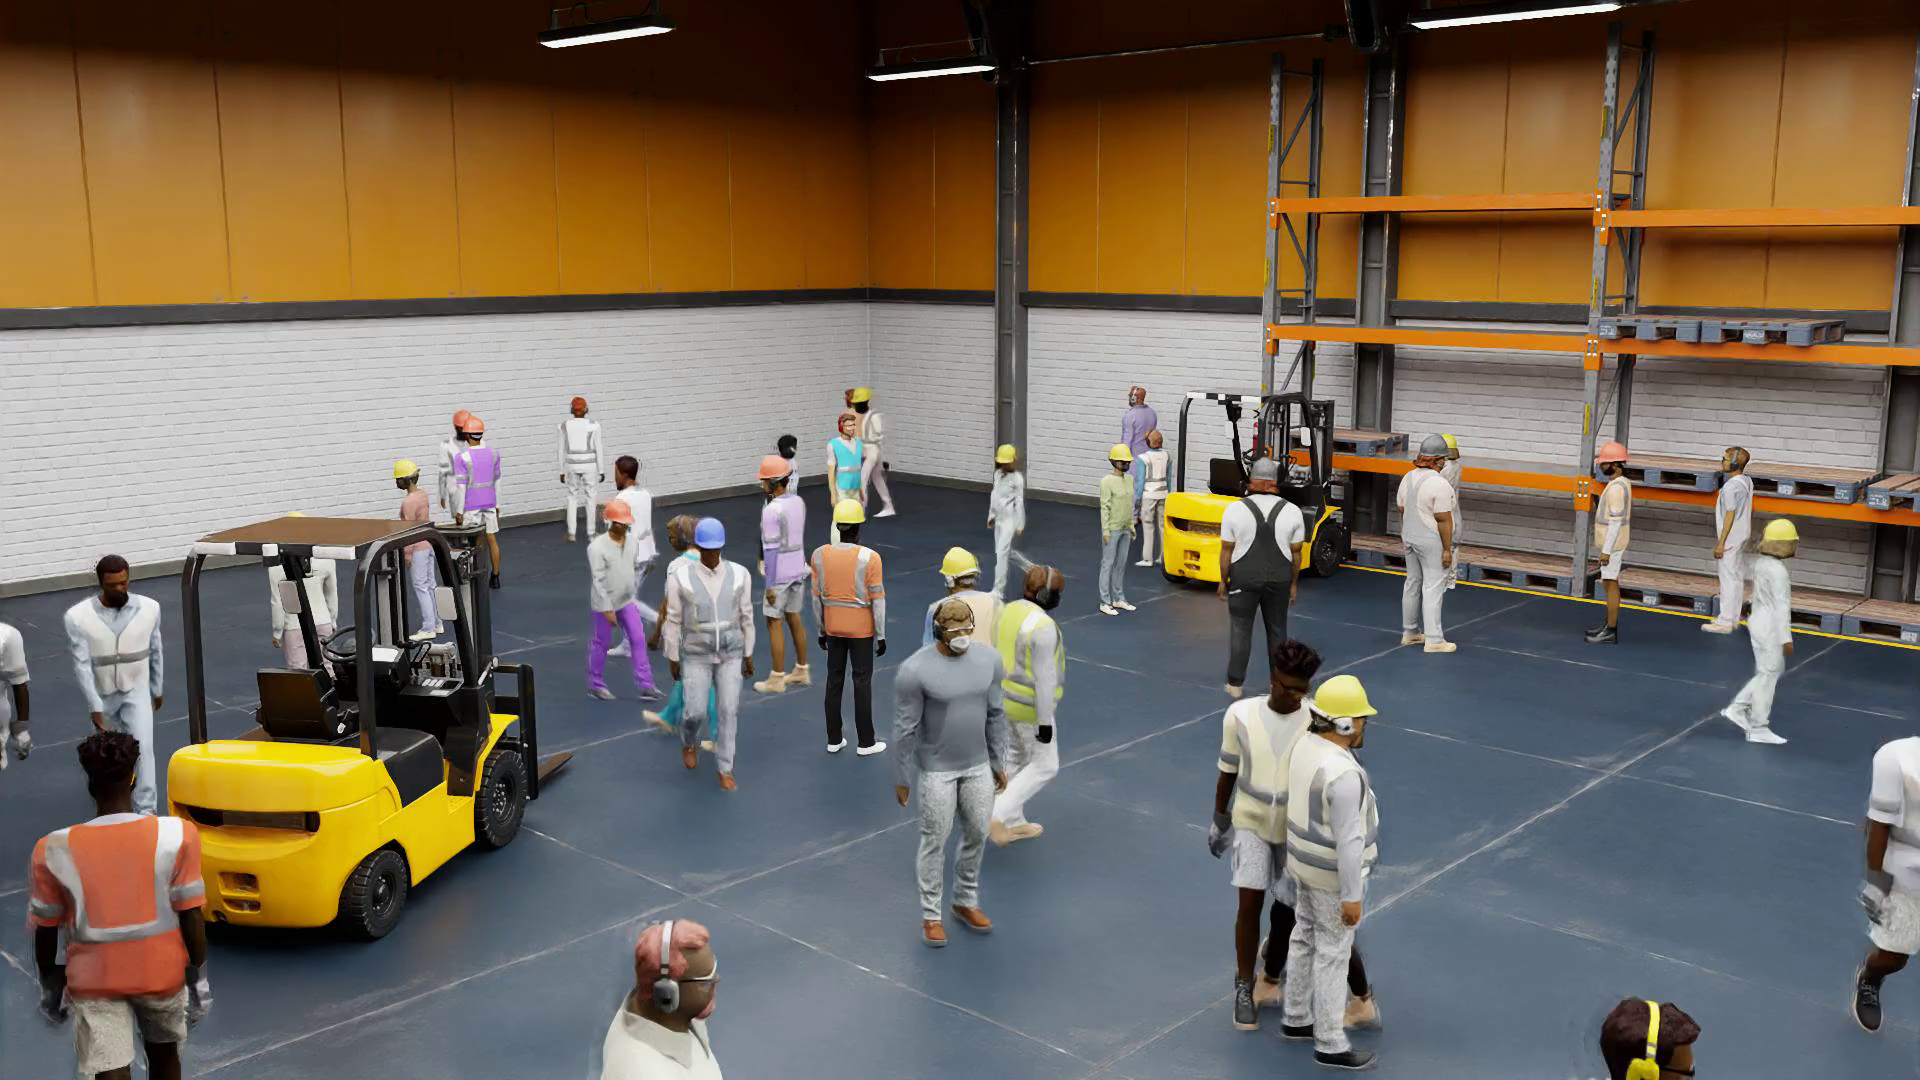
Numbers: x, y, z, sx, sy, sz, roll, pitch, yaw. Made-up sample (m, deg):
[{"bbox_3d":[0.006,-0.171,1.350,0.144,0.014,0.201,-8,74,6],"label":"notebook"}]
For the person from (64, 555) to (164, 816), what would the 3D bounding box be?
[{"bbox_3d":[-5.532,0.958,10.904,0.573,1.844,1.035,-7,12,-35],"label":"person"}]

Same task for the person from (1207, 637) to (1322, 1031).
[{"bbox_3d":[1.583,1.377,8.287,0.664,1.915,0.904,3,10,17],"label":"person"}]

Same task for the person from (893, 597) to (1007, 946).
[{"bbox_3d":[-0.055,1.239,9.026,0.645,1.925,0.376,-5,11,-28],"label":"person"}]

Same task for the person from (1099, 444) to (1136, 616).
[{"bbox_3d":[1.640,-0.116,17.187,0.310,1.769,0.522,9,13,41],"label":"person"}]

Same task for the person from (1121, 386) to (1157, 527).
[{"bbox_3d":[2.383,-1.134,22.572,0.409,1.913,0.642,9,13,42],"label":"person"}]

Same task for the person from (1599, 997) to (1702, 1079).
[{"bbox_3d":[1.697,2.085,4.458,0.540,1.845,0.525,4,11,21],"label":"person"}]

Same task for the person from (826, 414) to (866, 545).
[{"bbox_3d":[-1.341,-0.568,19.530,0.389,1.847,0.567,7,12,36],"label":"person"}]

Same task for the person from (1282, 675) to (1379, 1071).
[{"bbox_3d":[1.720,1.519,7.696,0.404,1.830,0.599,-2,10,-10],"label":"person"}]

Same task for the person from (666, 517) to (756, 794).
[{"bbox_3d":[-1.741,0.781,11.622,0.613,1.934,0.550,-4,11,-21],"label":"person"}]

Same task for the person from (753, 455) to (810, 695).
[{"bbox_3d":[-1.532,0.287,14.140,0.406,2.033,0.620,5,11,24],"label":"person"}]

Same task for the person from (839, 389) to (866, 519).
[{"bbox_3d":[-1.475,-1.180,23.074,0.463,1.825,0.599,8,13,38],"label":"person"}]

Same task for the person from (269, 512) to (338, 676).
[{"bbox_3d":[-5.020,0.661,12.752,0.305,1.772,0.525,9,13,42],"label":"person"}]

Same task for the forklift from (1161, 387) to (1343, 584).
[{"bbox_3d":[3.298,-0.608,18.767,1.214,2.155,2.313,9,13,42],"label":"forklift"}]

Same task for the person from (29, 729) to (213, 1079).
[{"bbox_3d":[-3.269,1.692,6.505,0.620,1.914,1.016,-5,11,-25],"label":"person"}]

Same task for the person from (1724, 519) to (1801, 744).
[{"bbox_3d":[6.163,0.698,12.648,0.352,1.735,0.499,2,10,13],"label":"person"}]

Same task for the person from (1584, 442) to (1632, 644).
[{"bbox_3d":[6.196,0.028,15.875,0.353,1.939,0.544,4,11,24],"label":"person"}]

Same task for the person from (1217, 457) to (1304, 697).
[{"bbox_3d":[2.512,0.308,13.993,0.690,2.000,0.535,0,10,0],"label":"person"}]

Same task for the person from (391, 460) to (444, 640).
[{"bbox_3d":[-5.255,0.096,16.041,0.375,1.752,0.515,0,10,3],"label":"person"}]

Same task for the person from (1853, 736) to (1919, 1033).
[{"bbox_3d":[4.375,1.498,7.502,0.615,1.942,0.807,3,10,14],"label":"person"}]

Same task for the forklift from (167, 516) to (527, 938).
[{"bbox_3d":[-3.583,0.976,9.748,1.214,2.155,2.313,2,10,11],"label":"forklift"}]

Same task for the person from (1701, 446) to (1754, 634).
[{"bbox_3d":[7.548,-0.001,16.309,0.345,1.847,0.507,9,13,42],"label":"person"}]

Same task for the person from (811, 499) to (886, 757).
[{"bbox_3d":[-0.816,0.652,12.350,0.587,1.929,0.360,4,11,21],"label":"person"}]

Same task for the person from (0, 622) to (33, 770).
[{"bbox_3d":[-5.887,1.098,9.933,0.617,1.880,1.039,-6,11,-30],"label":"person"}]

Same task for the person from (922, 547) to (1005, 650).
[{"bbox_3d":[0.030,0.941,11.118,0.603,1.791,0.938,-6,12,-32],"label":"person"}]

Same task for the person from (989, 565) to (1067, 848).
[{"bbox_3d":[0.380,1.061,10.352,0.584,1.815,0.665,-4,11,-22],"label":"person"}]

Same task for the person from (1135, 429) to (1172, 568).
[{"bbox_3d":[2.293,-0.493,19.697,0.523,1.638,0.310,-6,12,-32],"label":"person"}]

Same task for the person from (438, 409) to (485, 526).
[{"bbox_3d":[-5.860,-0.609,19.599,0.567,1.909,0.702,-6,11,-29],"label":"person"}]

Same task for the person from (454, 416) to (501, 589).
[{"bbox_3d":[-5.302,-0.393,18.274,0.359,1.938,0.545,9,13,42],"label":"person"}]

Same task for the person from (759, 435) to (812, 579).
[{"bbox_3d":[-1.983,-0.371,18.945,0.870,1.640,0.565,9,13,42],"label":"person"}]

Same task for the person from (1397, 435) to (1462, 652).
[{"bbox_3d":[4.443,0.020,15.630,0.538,2.000,0.684,-4,11,-21],"label":"person"}]

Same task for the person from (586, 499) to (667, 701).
[{"bbox_3d":[-2.770,0.512,13.736,0.812,1.712,0.580,7,12,35],"label":"person"}]

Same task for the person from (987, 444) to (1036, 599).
[{"bbox_3d":[0.575,-0.205,17.860,0.667,1.699,0.552,-5,11,-28],"label":"person"}]

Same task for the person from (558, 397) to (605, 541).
[{"bbox_3d":[-4.864,-0.911,21.420,0.594,1.875,0.420,1,10,3],"label":"person"}]

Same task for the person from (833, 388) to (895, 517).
[{"bbox_3d":[-1.314,-1.177,22.988,1.081,1.849,0.627,-5,11,-27],"label":"person"}]

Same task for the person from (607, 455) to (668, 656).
[{"bbox_3d":[-2.936,0.168,15.203,0.691,1.895,0.598,2,10,9],"label":"person"}]

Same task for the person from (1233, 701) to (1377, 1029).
[{"bbox_3d":[1.723,1.551,7.995,0.577,1.661,0.551,-3,10,-18],"label":"person"}]

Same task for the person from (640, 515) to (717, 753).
[{"bbox_3d":[-2.081,0.696,12.528,0.957,1.783,0.495,5,11,25],"label":"person"}]

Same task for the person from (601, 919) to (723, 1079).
[{"bbox_3d":[-0.909,1.993,4.815,0.676,1.891,0.649,-2,10,-10],"label":"person"}]
